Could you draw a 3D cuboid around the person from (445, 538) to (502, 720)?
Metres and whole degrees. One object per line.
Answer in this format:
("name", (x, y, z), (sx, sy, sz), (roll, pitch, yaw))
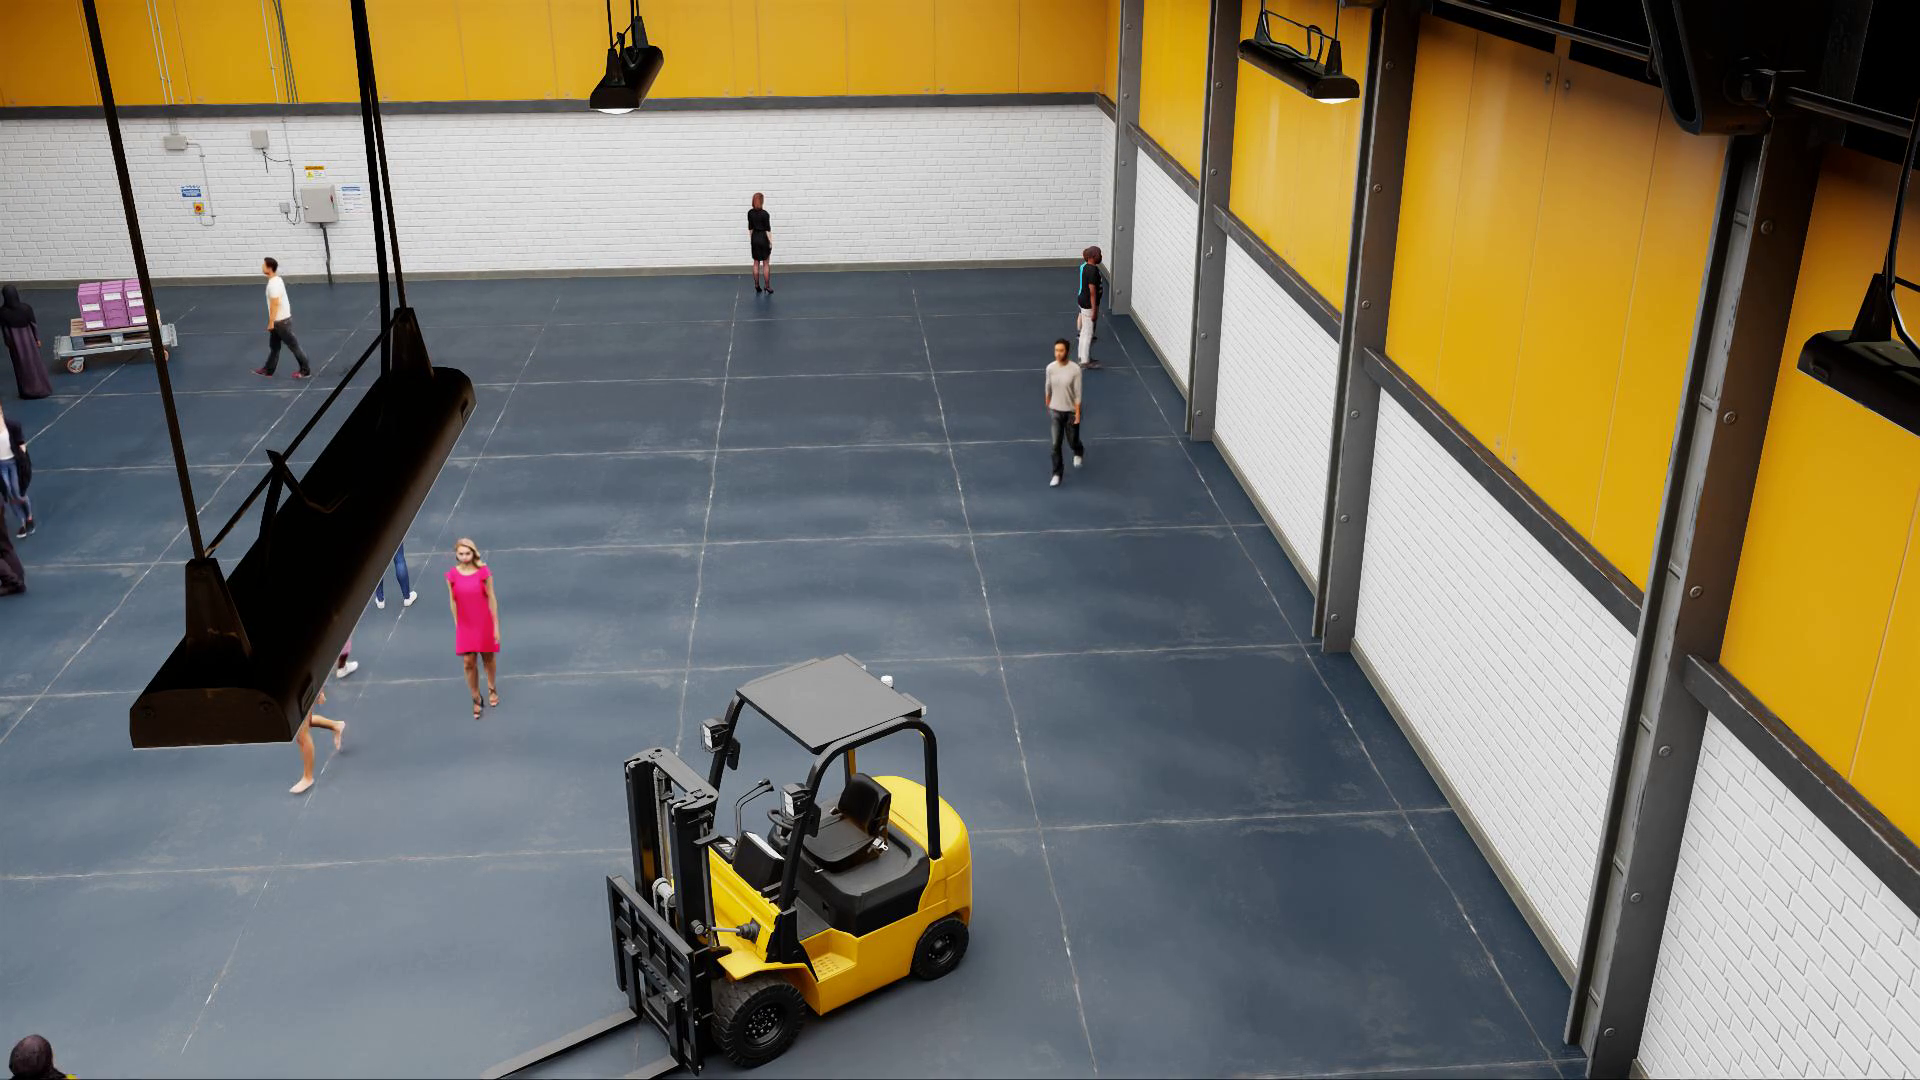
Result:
("person", (-4.325, 0.725, 14.950), (0.609, 1.713, 0.688), (-5, 24, -11))

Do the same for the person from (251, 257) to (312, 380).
("person", (-9.585, -3.145, 23.725), (0.920, 1.777, 1.045), (-9, 25, -19))

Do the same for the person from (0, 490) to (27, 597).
("person", (-9.904, -0.279, 17.108), (0.786, 1.825, 0.597), (-6, 24, -14))

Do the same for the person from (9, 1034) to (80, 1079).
("person", (-4.822, 3.422, 8.883), (0.963, 1.630, 1.098), (-8, 25, -17))

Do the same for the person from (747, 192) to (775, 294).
("person", (-3.377, -5.023, 28.108), (0.663, 1.706, 0.680), (12, 26, 26))

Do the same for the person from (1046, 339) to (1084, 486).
("person", (1.304, -1.585, 20.141), (0.938, 1.789, 1.135), (9, 25, 20))

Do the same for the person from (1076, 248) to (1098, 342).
("person", (1.952, -3.791, 25.613), (0.651, 1.448, 0.559), (-16, 28, -32))

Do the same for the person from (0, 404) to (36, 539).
("person", (-10.596, -0.844, 18.590), (0.666, 1.673, 0.681), (-4, 24, -10))

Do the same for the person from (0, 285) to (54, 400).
("person", (-12.996, -2.758, 23.043), (0.694, 1.613, 0.714), (-13, 27, -27))

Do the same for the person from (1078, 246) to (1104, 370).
("person", (1.890, -3.414, 24.304), (0.691, 1.804, 0.512), (-3, 24, -6))
